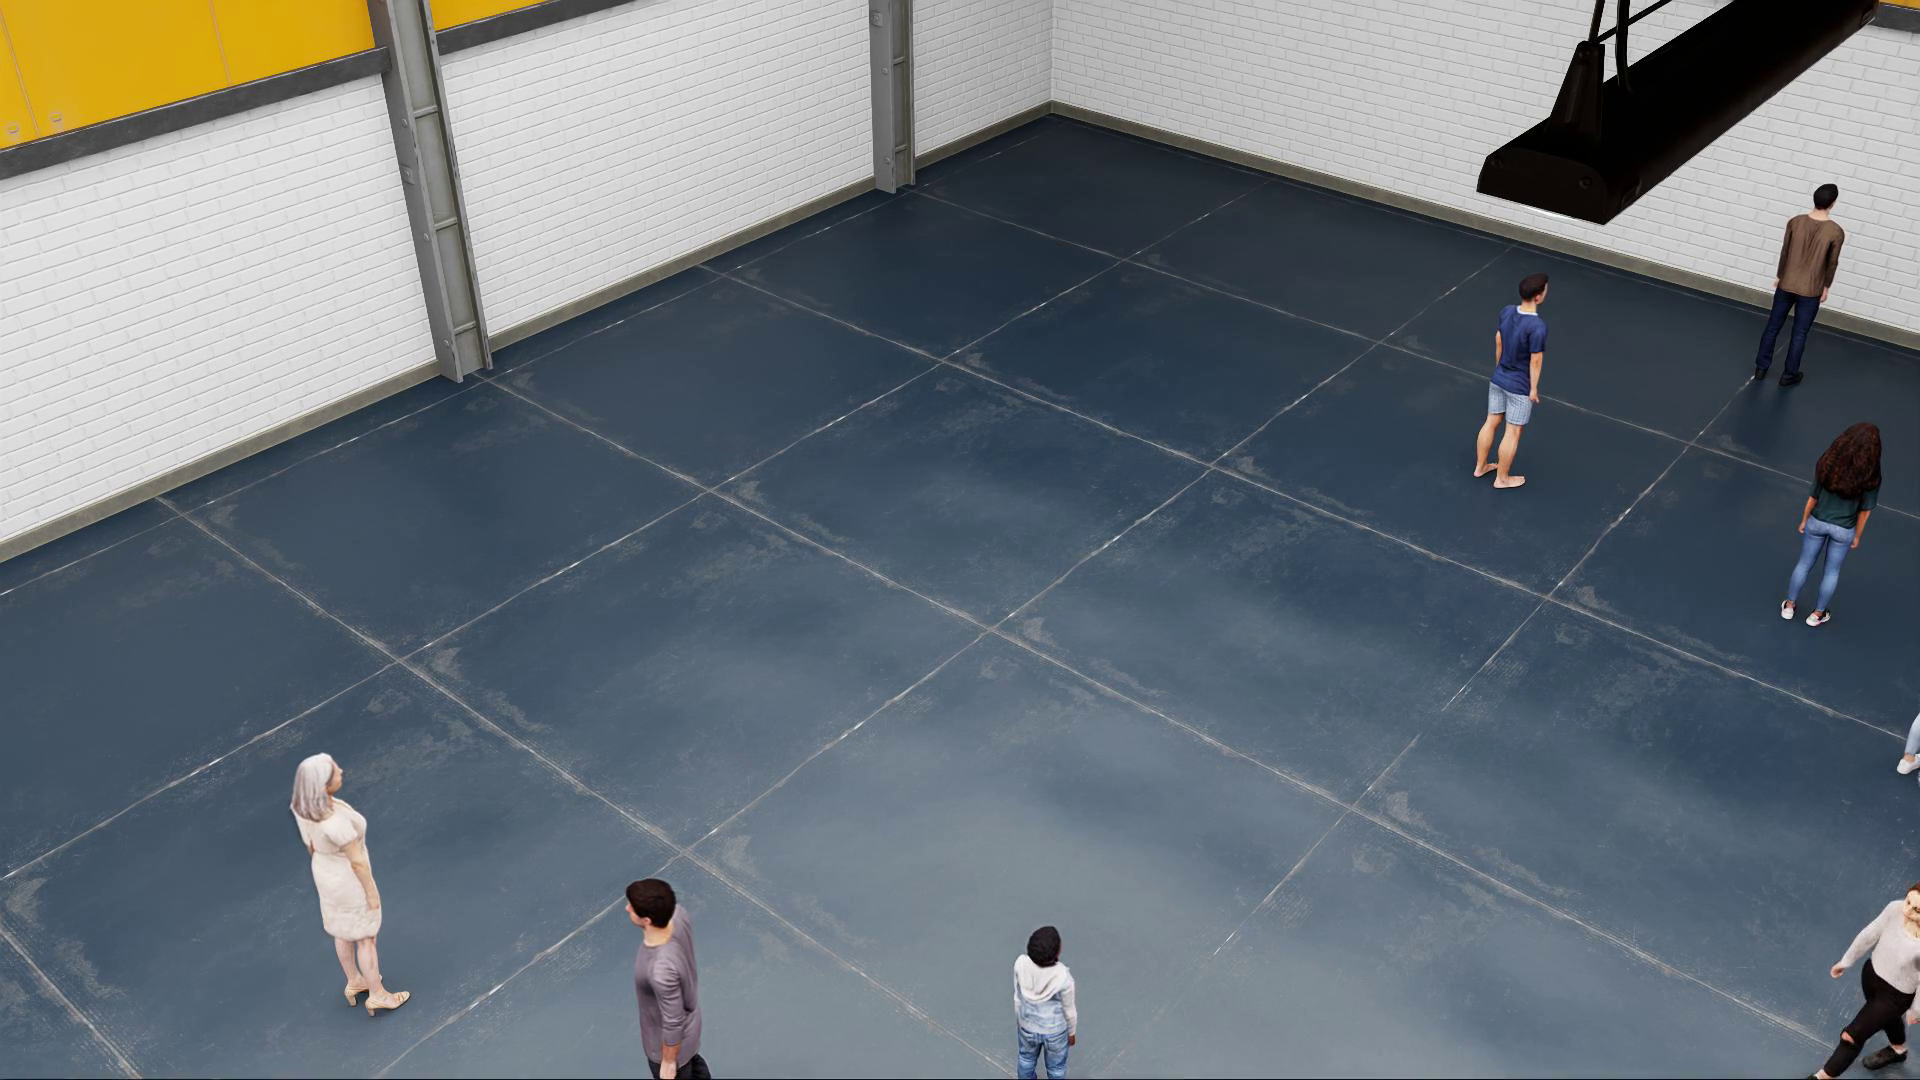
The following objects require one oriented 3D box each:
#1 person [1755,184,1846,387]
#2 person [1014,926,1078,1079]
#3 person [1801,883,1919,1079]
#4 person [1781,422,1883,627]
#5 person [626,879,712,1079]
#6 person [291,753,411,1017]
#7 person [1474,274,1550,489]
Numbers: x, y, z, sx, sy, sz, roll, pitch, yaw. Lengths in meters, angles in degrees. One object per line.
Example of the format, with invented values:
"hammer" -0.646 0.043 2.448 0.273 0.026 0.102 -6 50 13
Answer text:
"person" 7.529 -2.286 14.889 0.650 1.888 0.569 27 42 34
"person" 0.419 2.415 8.383 0.529 1.261 0.556 14 36 20
"person" 4.775 2.254 8.457 1.045 1.448 0.931 -6 34 -9
"person" 6.225 -0.116 11.870 0.598 1.616 0.590 23 40 30
"person" -1.375 2.323 7.989 0.791 1.851 0.715 -1 34 -2
"person" -3.264 1.833 8.831 0.612 1.735 0.567 21 39 29
"person" 4.465 -1.285 13.419 0.675 1.849 0.690 -17 37 -24
